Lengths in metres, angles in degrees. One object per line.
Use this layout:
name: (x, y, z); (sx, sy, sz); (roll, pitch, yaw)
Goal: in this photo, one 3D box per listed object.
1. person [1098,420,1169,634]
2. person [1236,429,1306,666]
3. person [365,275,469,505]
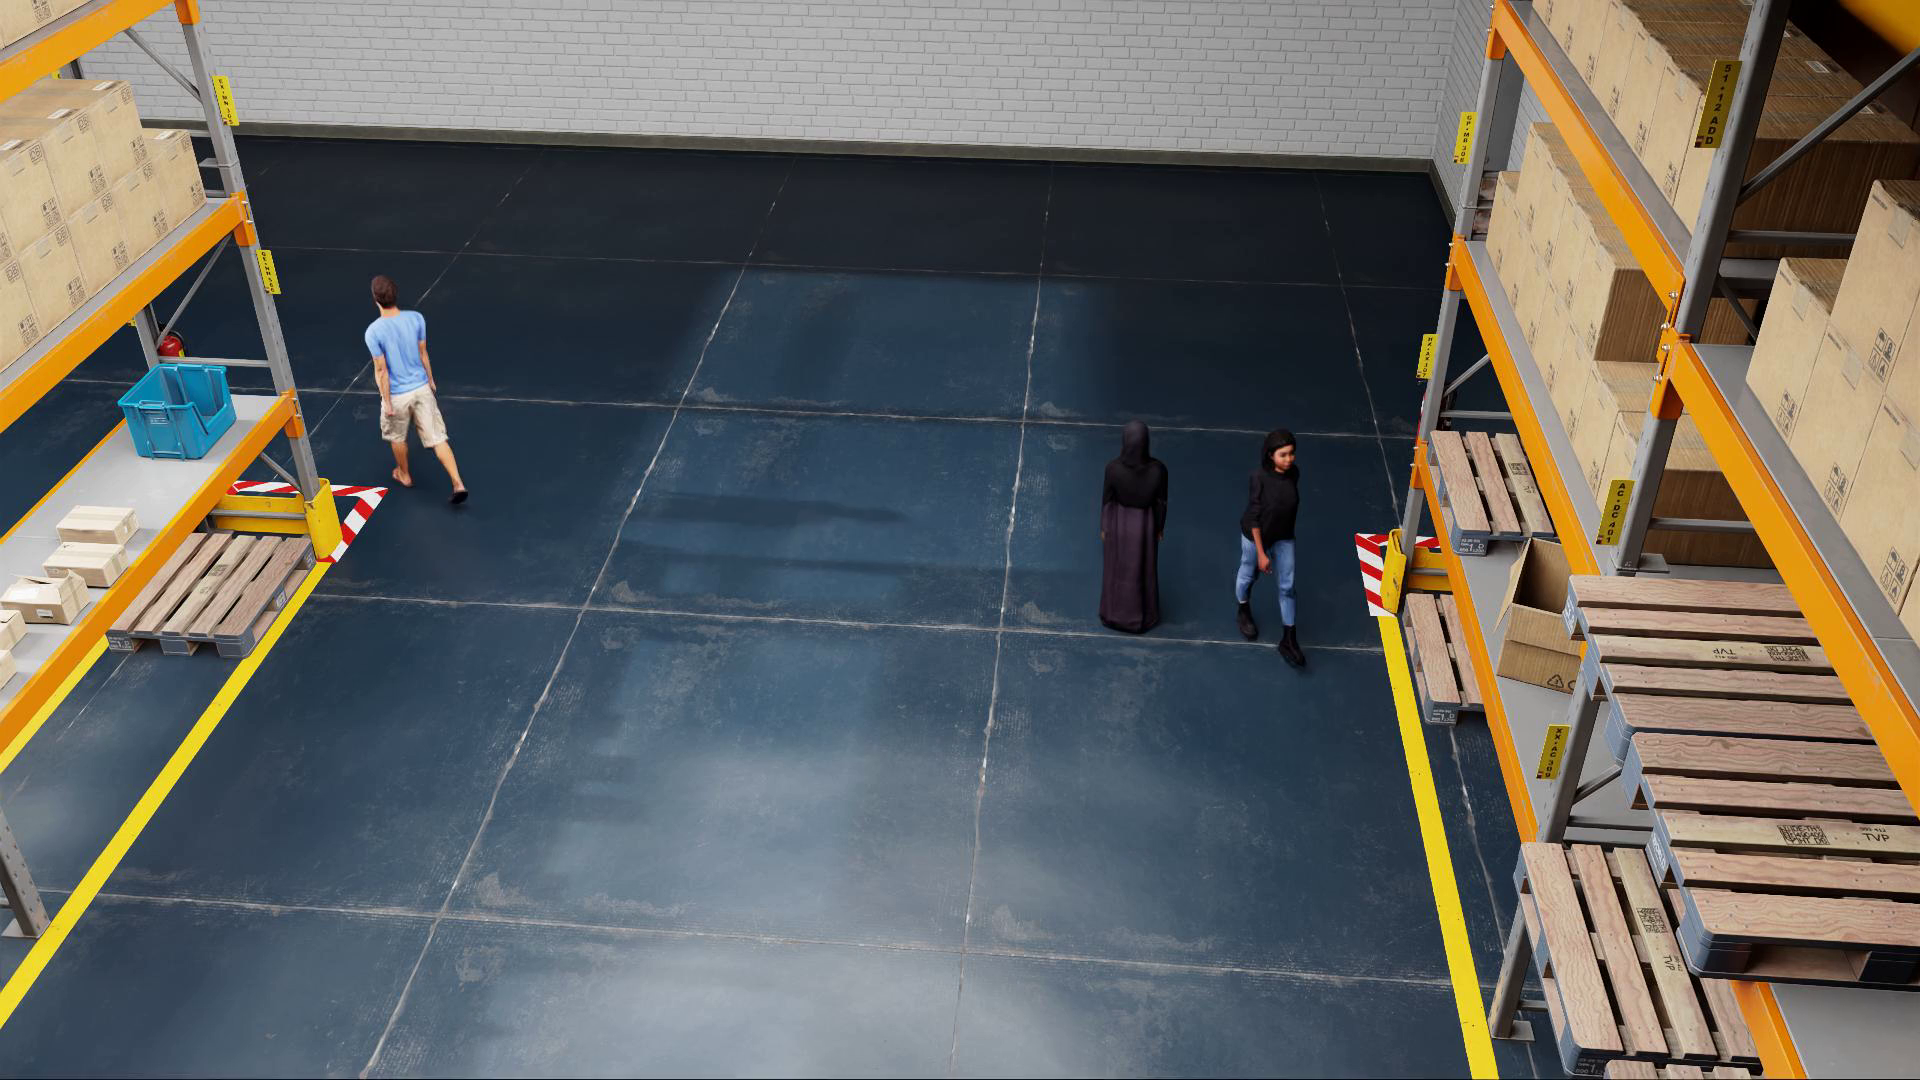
person: (1.176, -0.101, 11.398); (0.591, 1.615, 0.568); (2, 34, 4)
person: (2.030, -0.048, 11.259); (0.772, 1.680, 1.016); (-9, 35, -14)
person: (-4.170, -1.103, 12.701); (1.182, 1.843, 1.214); (-26, 42, -33)
